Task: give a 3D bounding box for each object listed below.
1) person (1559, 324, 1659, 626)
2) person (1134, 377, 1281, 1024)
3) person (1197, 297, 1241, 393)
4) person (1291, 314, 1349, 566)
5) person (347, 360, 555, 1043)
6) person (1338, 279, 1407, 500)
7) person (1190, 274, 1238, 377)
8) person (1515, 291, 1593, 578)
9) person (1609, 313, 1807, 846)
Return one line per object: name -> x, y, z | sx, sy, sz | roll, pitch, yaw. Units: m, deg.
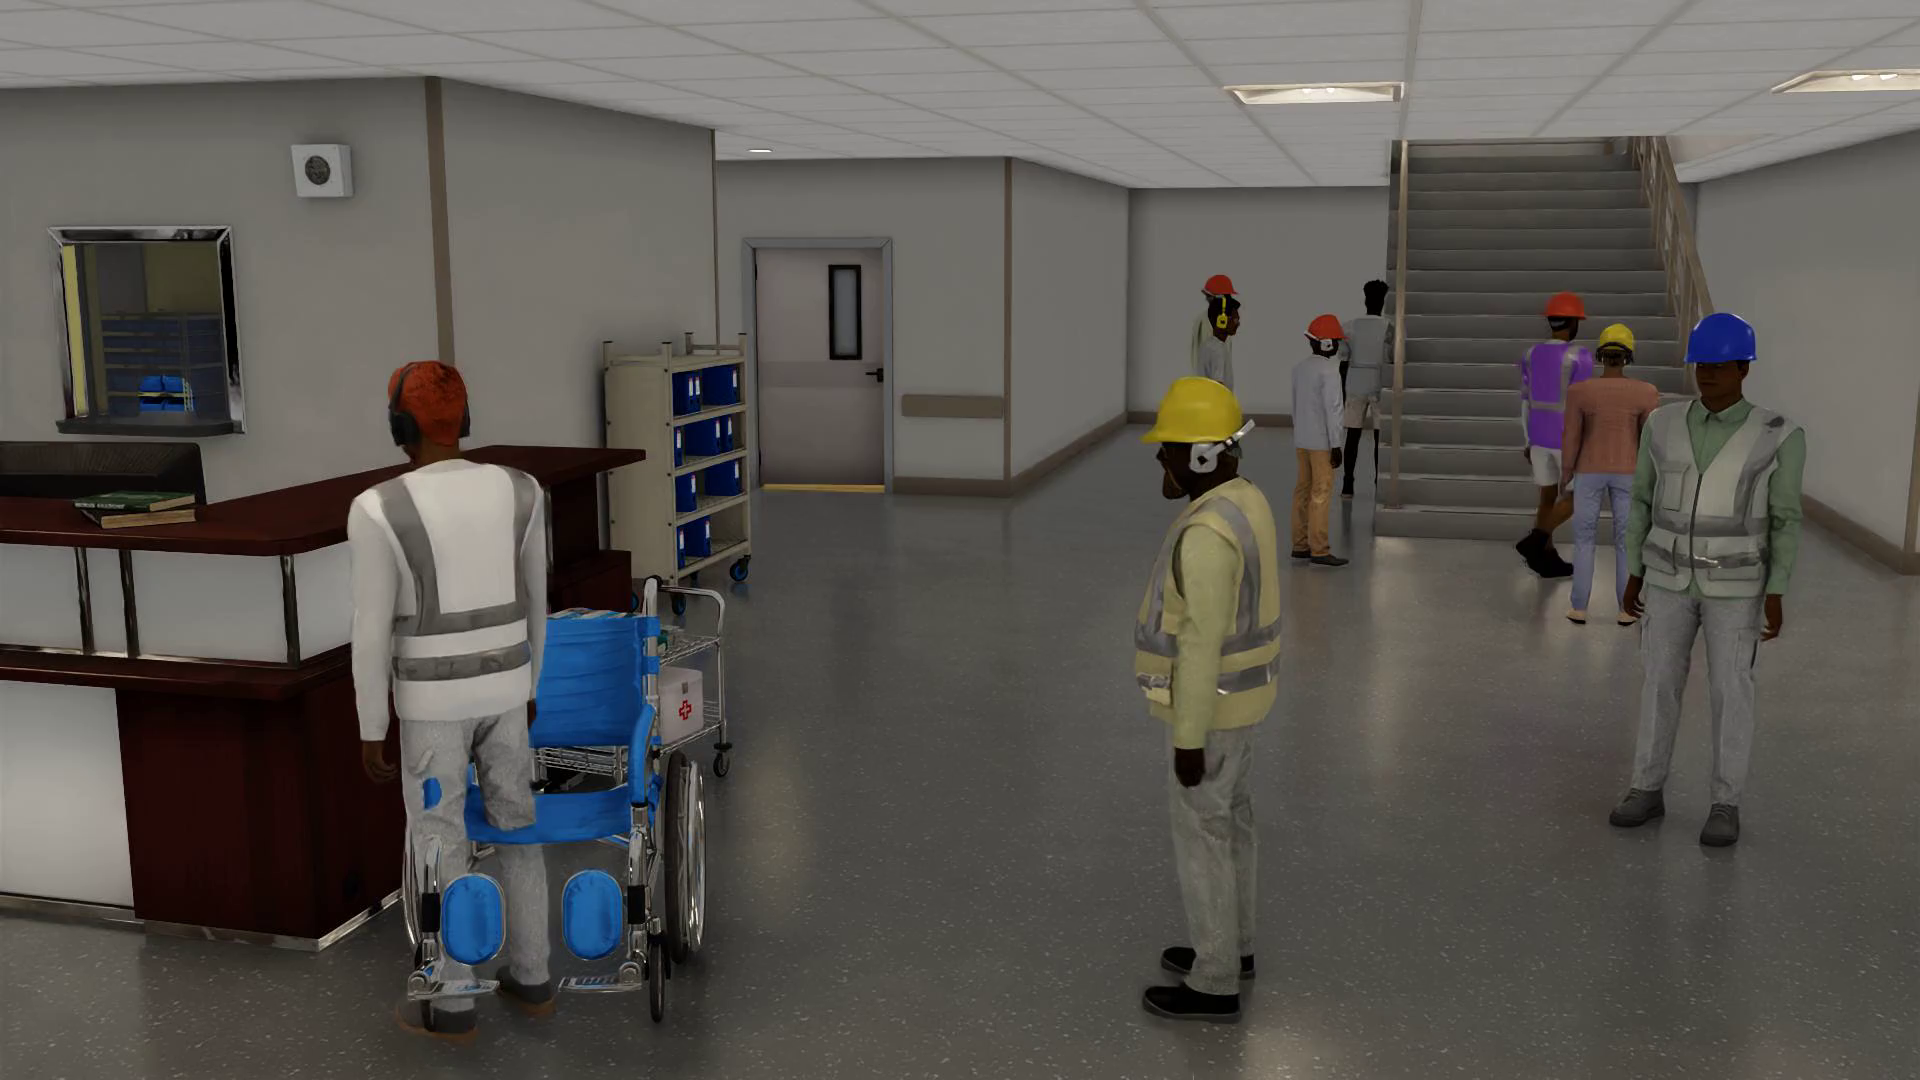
person -> 3.798, -0.380, 9.764 | 0.533, 1.767, 0.327 | 3, 10, 16
person -> 0.694, 0.450, 4.723 | 0.403, 1.822, 0.592 | 4, 10, 21
person -> 1.865, -0.828, 12.105 | 0.309, 1.864, 0.534 | 0, 10, -1
person -> 2.534, -0.700, 11.670 | 0.327, 1.753, 0.560 | -3, 10, -17
person -> -1.392, 0.444, 4.589 | 0.589, 1.875, 0.368 | -9, 13, -44
person -> 3.660, -1.332, 14.799 | 0.599, 1.958, 0.368 | 4, 11, 25
person -> 2.308, -1.404, 15.114 | 0.395, 1.994, 0.612 | -3, 10, -17
person -> 3.937, -0.678, 11.031 | 0.556, 1.925, 0.572 | -5, 11, -29
person -> 2.747, 0.143, 6.135 | 0.602, 1.949, 0.392 | 9, 13, 42
